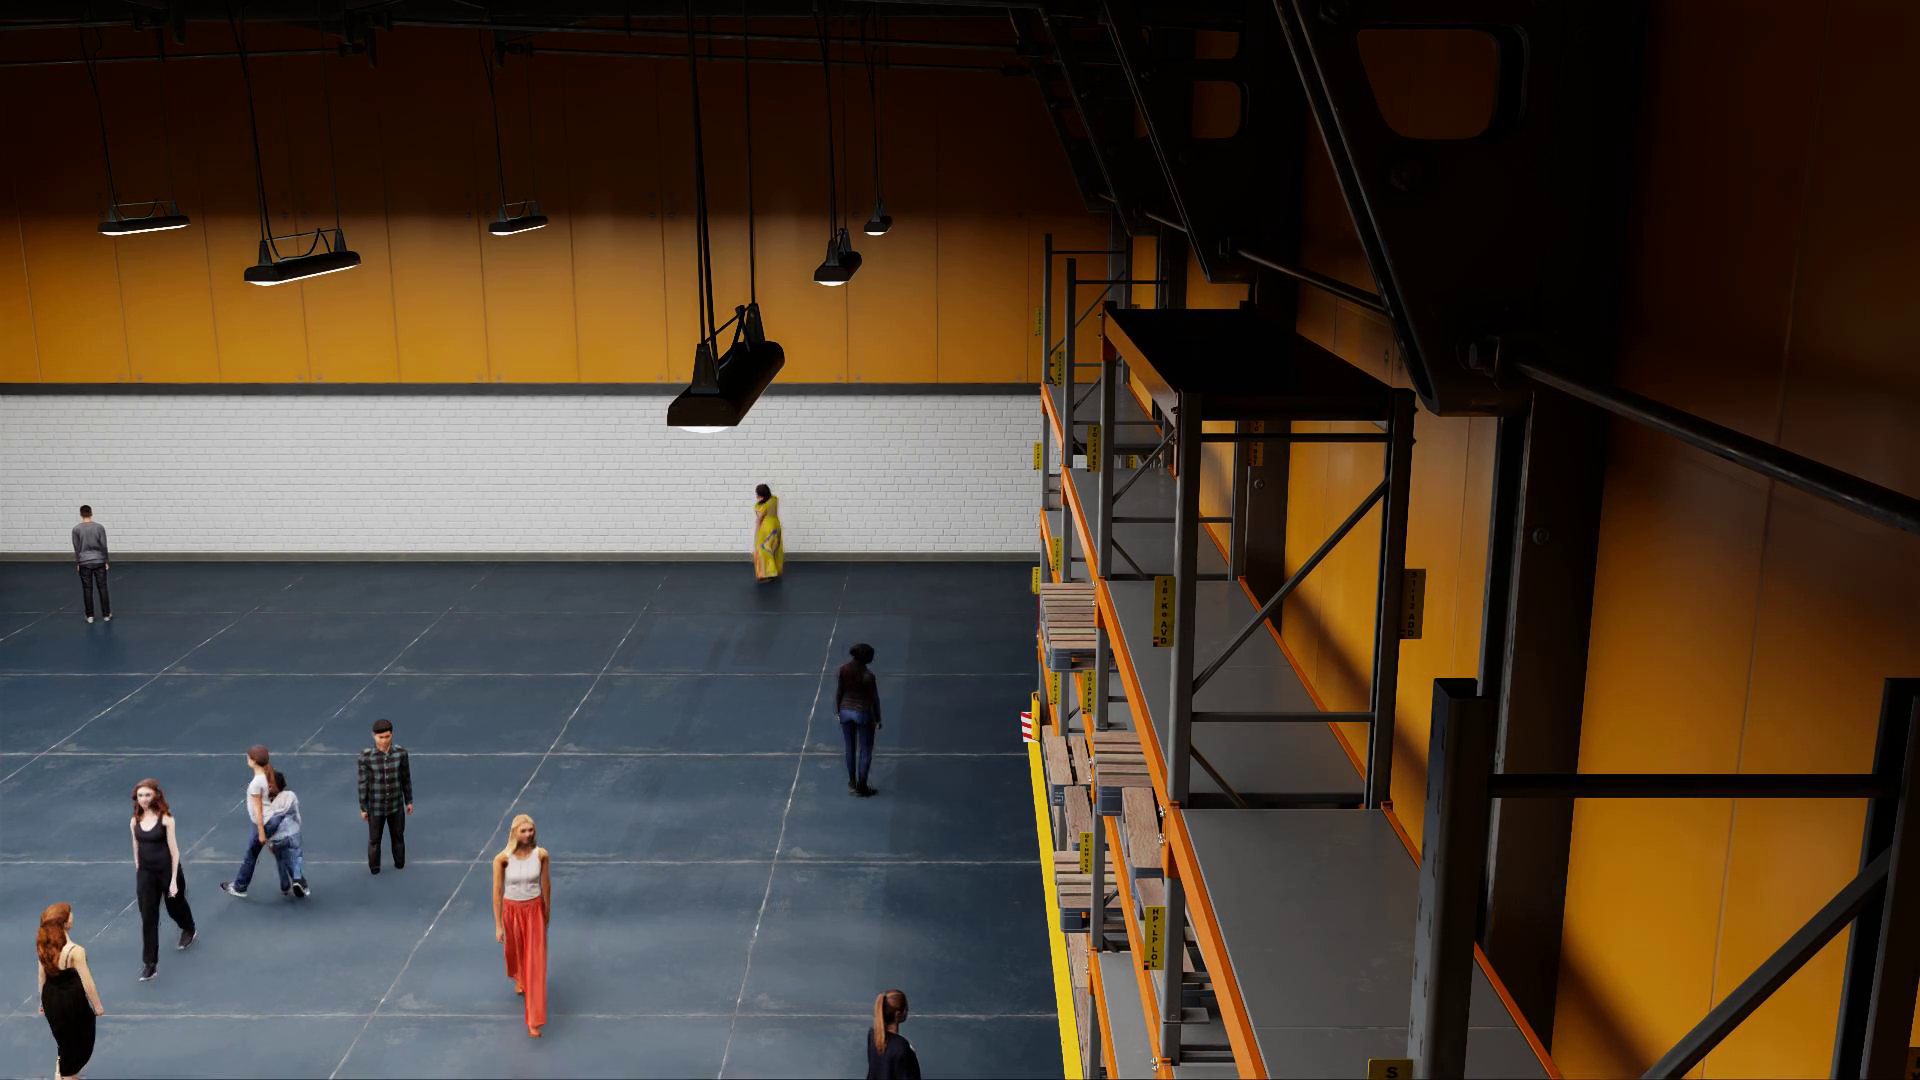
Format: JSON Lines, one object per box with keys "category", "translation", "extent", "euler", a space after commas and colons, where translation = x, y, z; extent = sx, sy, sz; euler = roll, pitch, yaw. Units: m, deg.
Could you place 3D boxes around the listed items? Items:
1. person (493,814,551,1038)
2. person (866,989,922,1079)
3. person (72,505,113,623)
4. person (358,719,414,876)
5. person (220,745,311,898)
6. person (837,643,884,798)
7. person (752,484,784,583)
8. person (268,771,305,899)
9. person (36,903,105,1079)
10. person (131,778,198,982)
{"category": "person", "translation": [-3.595, 3.067, 13.600], "extent": [0.936, 1.750, 1.352], "euler": [-5, 14, -18]}
{"category": "person", "translation": [-0.454, 3.739, 10.949], "extent": [0.779, 1.691, 0.692], "euler": [-10, 17, -36]}
{"category": "person", "translation": [-12.966, 0.342, 24.829], "extent": [0.691, 1.761, 0.694], "euler": [-7, 15, -28]}
{"category": "person", "translation": [-5.648, 2.559, 16.304], "extent": [0.748, 1.714, 0.703], "euler": [-7, 15, -27]}
{"category": "person", "translation": [-6.457, 2.686, 15.670], "extent": [0.676, 1.516, 1.025], "euler": [1, 14, 6]}
{"category": "person", "translation": [-1.155, 1.944, 18.257], "extent": [0.776, 1.741, 0.785], "euler": [2, 14, 9]}
{"category": "person", "translation": [-3.115, -0.147, 27.123], "extent": [1.028, 1.631, 1.118], "euler": [-12, 18, -41]}
{"category": "person", "translation": [-6.385, 2.806, 15.743], "extent": [0.659, 1.249, 0.799], "euler": [-7, 15, -26]}
{"category": "person", "translation": [-6.650, 3.470, 12.231], "extent": [0.684, 1.611, 0.702], "euler": [5, 14, 19]}
{"category": "person", "translation": [-6.903, 2.882, 14.482], "extent": [0.629, 1.694, 1.184], "euler": [-1, 14, -3]}
